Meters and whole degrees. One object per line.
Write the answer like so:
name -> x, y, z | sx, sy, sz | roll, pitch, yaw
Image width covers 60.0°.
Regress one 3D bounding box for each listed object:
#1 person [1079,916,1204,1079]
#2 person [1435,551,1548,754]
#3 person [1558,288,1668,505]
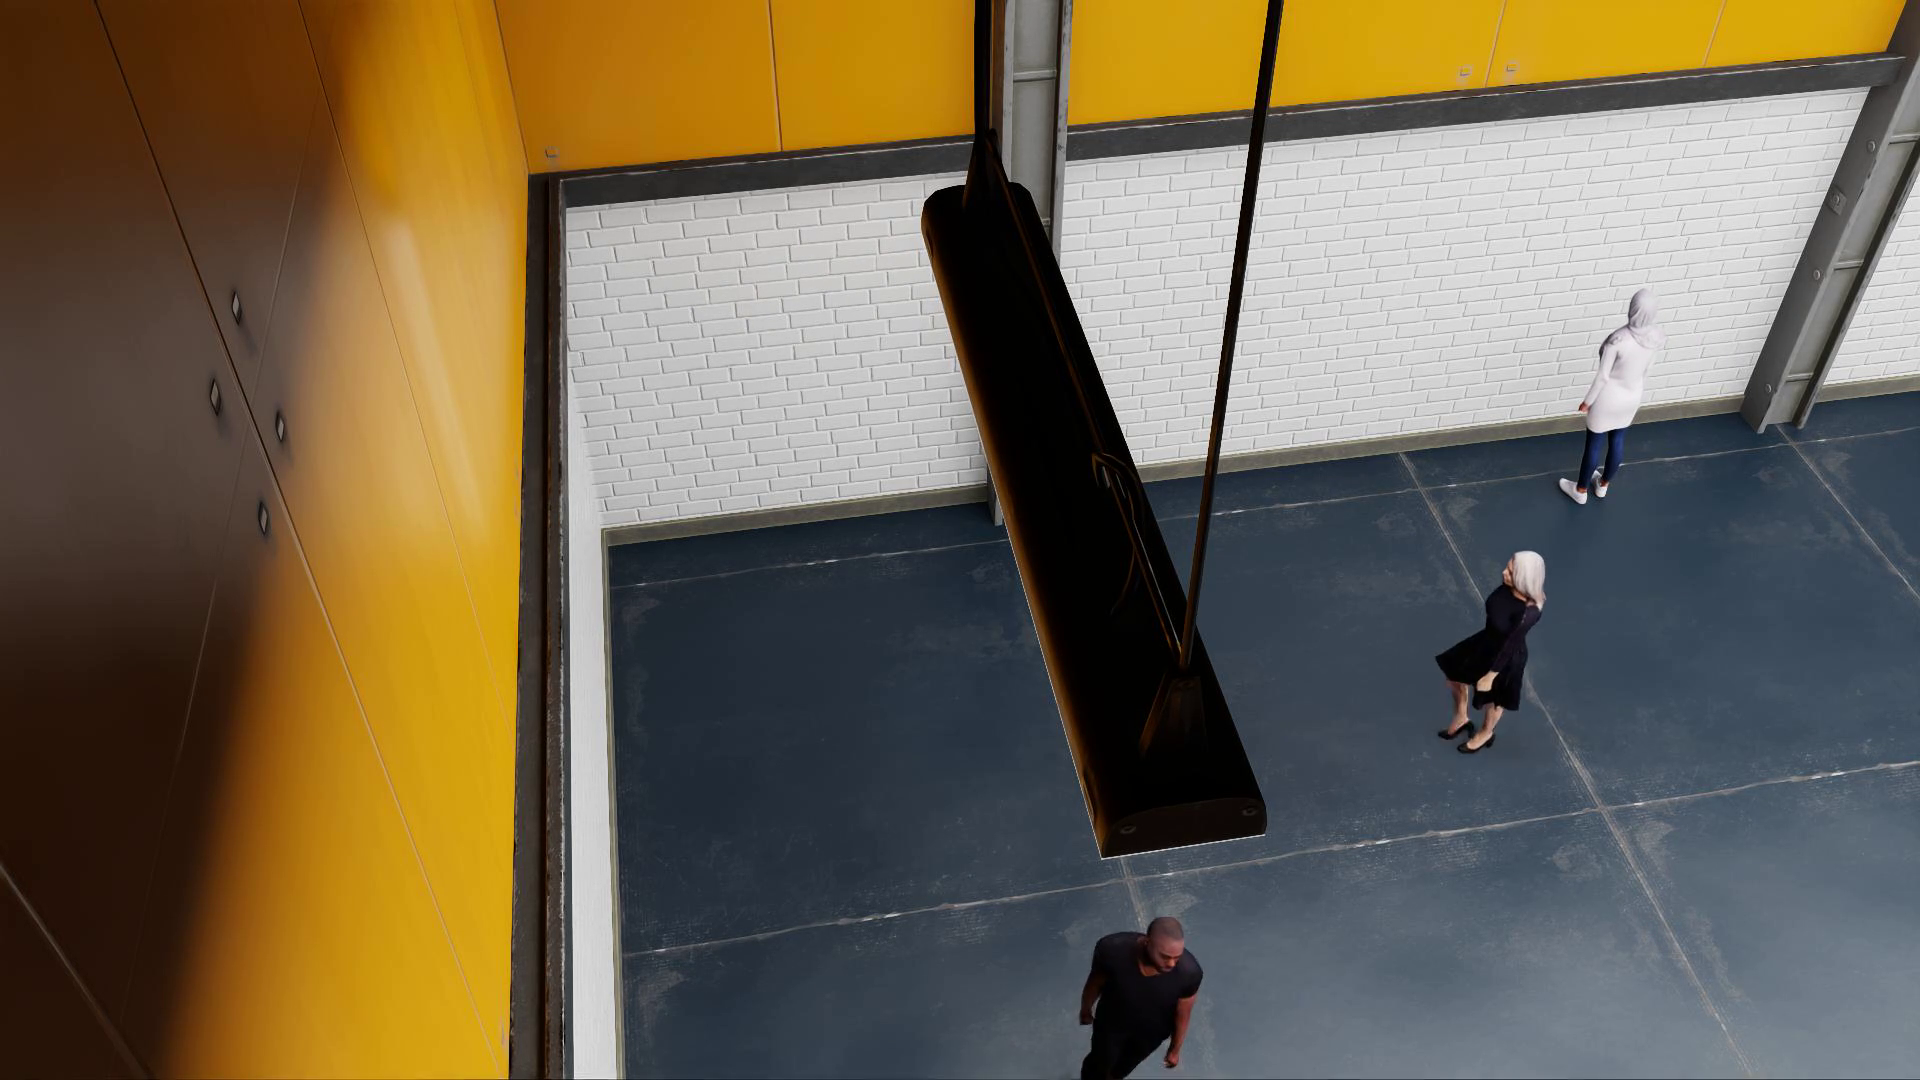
person -> 0.832, 2.340, 8.225 | 0.680, 1.790, 0.852 | 17, 46, 17
person -> 3.304, 0.717, 9.968 | 0.696, 1.735, 0.604 | -4, 44, -4
person -> 4.631, -0.993, 11.734 | 0.478, 1.776, 0.674 | -10, 45, -10
